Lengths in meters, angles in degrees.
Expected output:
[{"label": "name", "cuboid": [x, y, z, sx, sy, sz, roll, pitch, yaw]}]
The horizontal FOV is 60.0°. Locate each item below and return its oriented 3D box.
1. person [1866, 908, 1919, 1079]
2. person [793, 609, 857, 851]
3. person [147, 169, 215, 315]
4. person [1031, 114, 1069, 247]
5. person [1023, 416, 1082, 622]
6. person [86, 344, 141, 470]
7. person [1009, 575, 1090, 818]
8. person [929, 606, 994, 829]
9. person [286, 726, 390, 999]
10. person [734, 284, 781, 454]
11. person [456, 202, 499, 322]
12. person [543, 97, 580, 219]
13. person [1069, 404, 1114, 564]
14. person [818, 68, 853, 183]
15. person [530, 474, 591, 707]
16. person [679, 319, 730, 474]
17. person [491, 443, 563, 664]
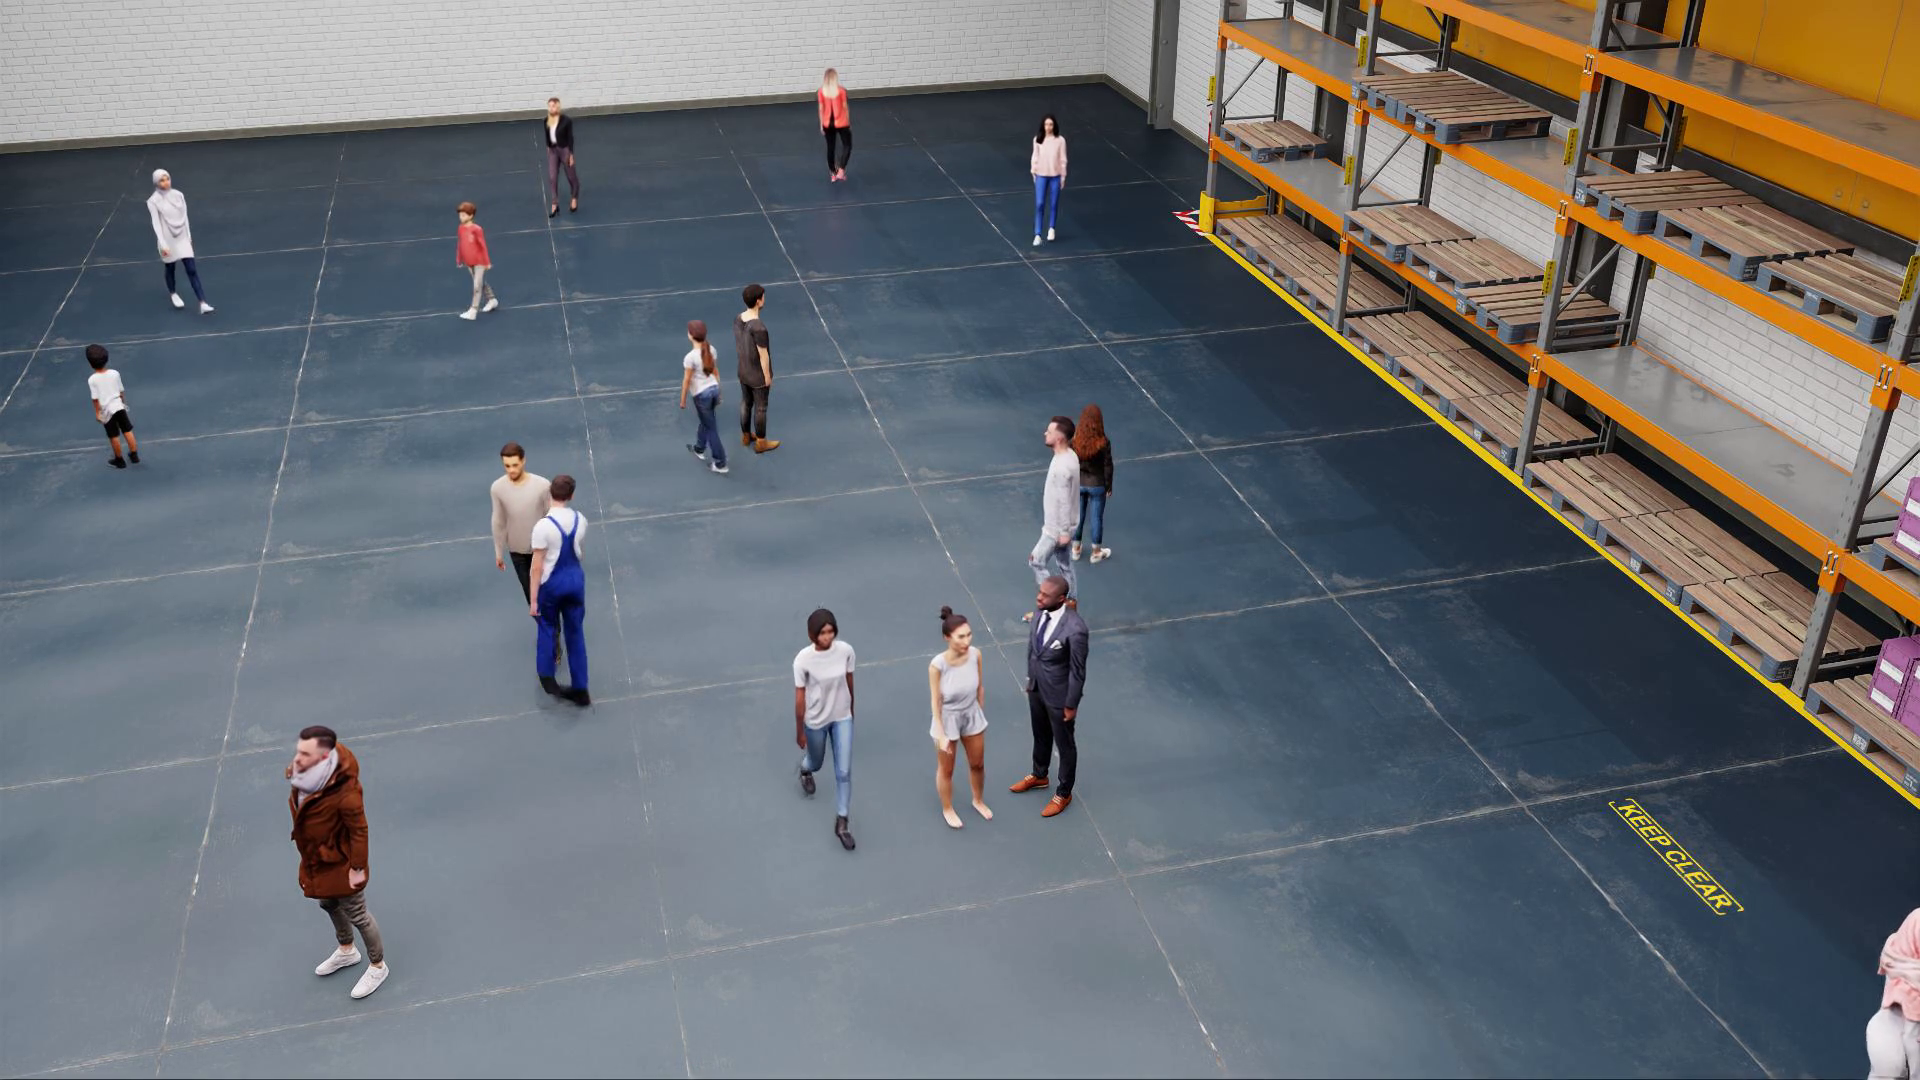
[{"label": "person", "cuboid": [4.745, 2.612, 8.514, 0.821, 1.800, 0.745, 11, 30, 19]}, {"label": "person", "cuboid": [-0.927, 1.198, 11.220, 0.702, 1.692, 1.113, -11, 31, -20]}, {"label": "person", "cuboid": [-9.446, -3.550, 19.890, 1.232, 1.725, 1.022, 24, 37, 37]}, {"label": "person", "cuboid": [1.207, -4.839, 22.238, 0.914, 1.739, 1.085, 5, 29, 9]}, {"label": "person", "cuboid": [0.898, -0.144, 13.543, 0.887, 1.824, 0.763, 4, 29, 7]}, {"label": "person", "cuboid": [-8.309, -1.312, 16.273, 0.623, 1.259, 0.571, 18, 33, 30]}, {"label": "person", "cuboid": [0.642, 1.027, 11.397, 0.823, 1.823, 0.671, -18, 33, -30]}, {"label": "person", "cuboid": [-0.049, 1.201, 11.303, 0.646, 1.607, 0.686, -15, 32, -25]}, {"label": "person", "cuboid": [-3.695, 1.870, 9.835, 0.848, 1.838, 0.917, 19, 34, 31]}, {"label": "person", "cuboid": [-2.058, -1.708, 16.527, 0.749, 1.711, 0.625, -24, 36, -36]}, {"label": "person", "cuboid": [-5.750, -3.351, 19.883, 0.913, 1.381, 0.974, 15, 32, 26]}, {"label": "person", "cuboid": [-5.543, -5.390, 23.347, 0.867, 1.644, 1.029, 5, 29, 10]}, {"label": "person", "cuboid": [1.130, -0.501, 14.552, 0.640, 1.483, 0.667, 10, 30, 18]}, {"label": "person", "cuboid": [-1.860, -6.117, 24.633, 0.814, 1.689, 0.881, 7, 29, 12]}, {"label": "person", "cuboid": [-2.986, 0.419, 12.537, 0.951, 1.798, 0.885, 21, 35, 34]}, {"label": "person", "cuboid": [-2.414, -1.373, 16.091, 0.961, 1.541, 0.836, 22, 35, 34]}, {"label": "person", "cuboid": [-3.402, 0.025, 13.209, 0.746, 1.846, 0.813, -1, 29, -3]}]
